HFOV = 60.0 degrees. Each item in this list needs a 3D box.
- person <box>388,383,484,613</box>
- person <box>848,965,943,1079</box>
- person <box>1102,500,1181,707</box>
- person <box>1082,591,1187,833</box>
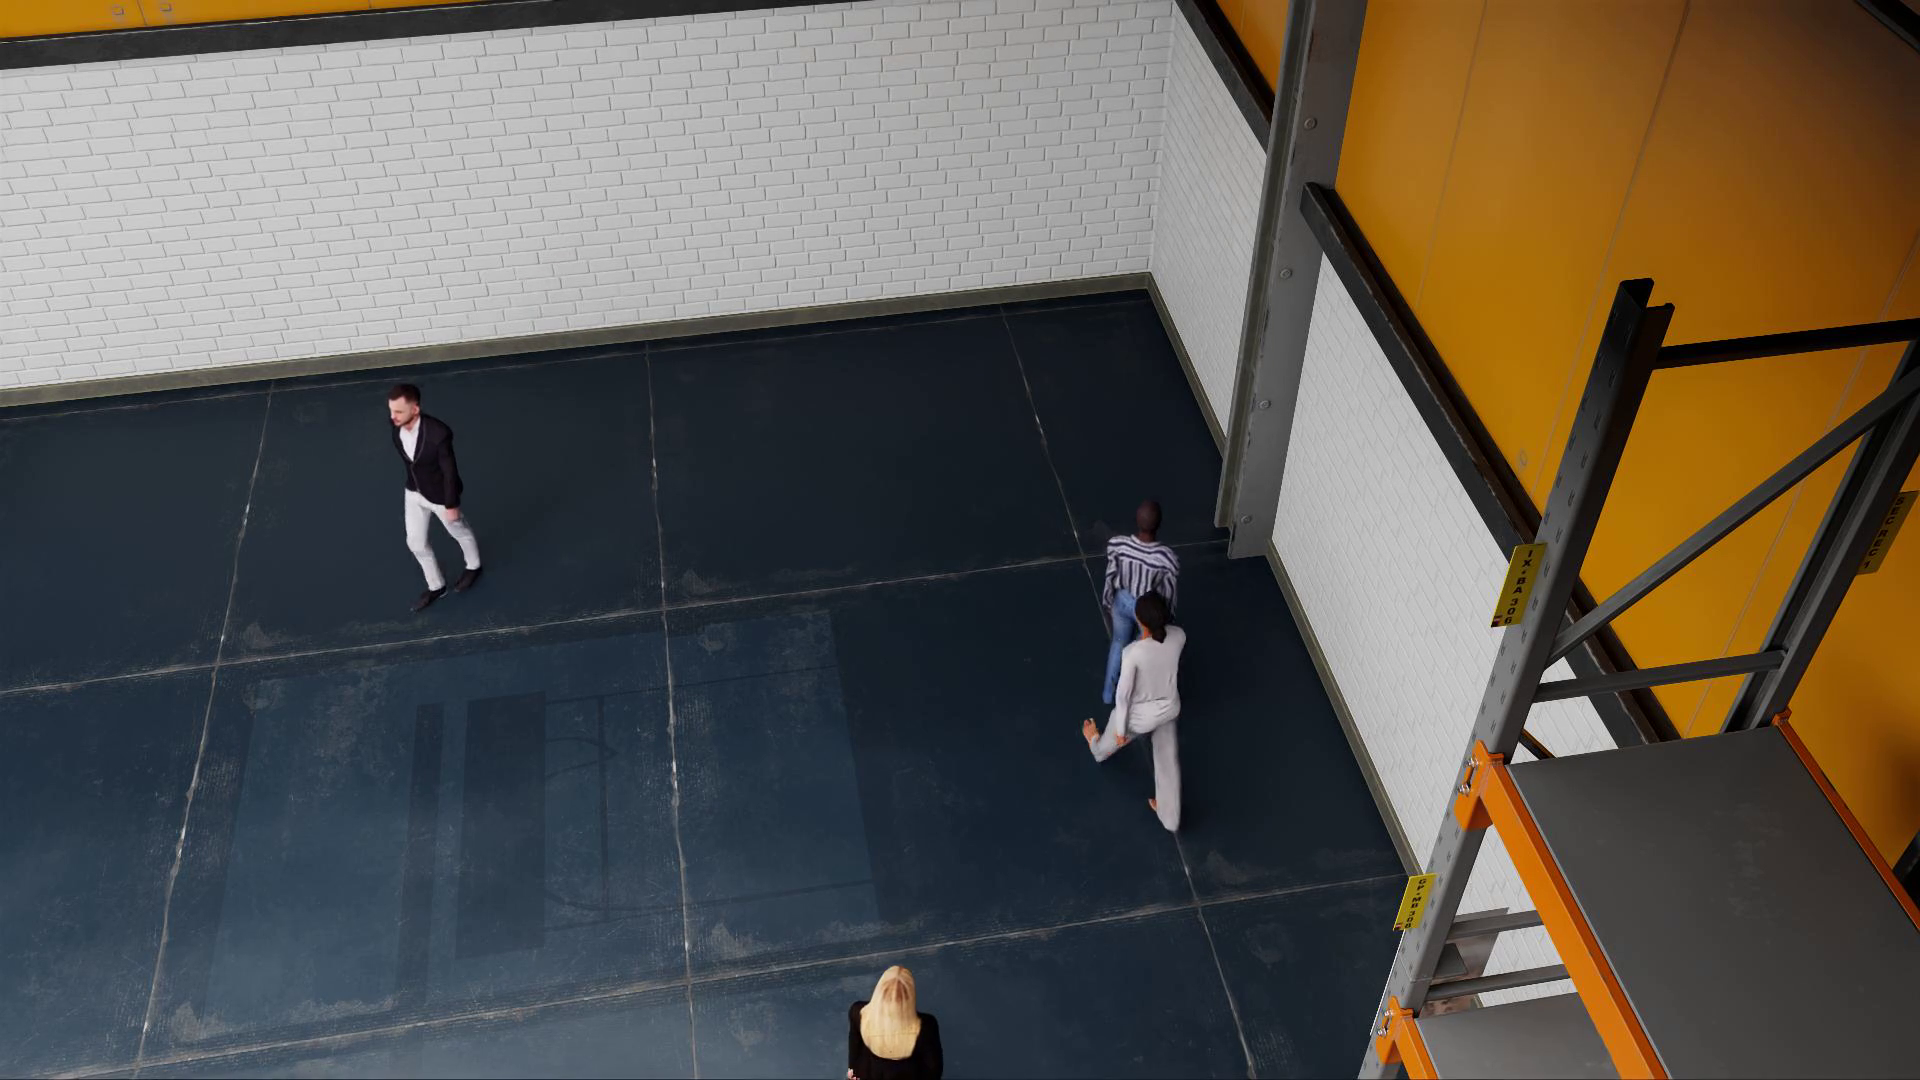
[{"bbox_3d":[-3.465,-0.382,11.189,0.934,1.827,1.008,20,47,20],"label":"person"},{"bbox_3d":[-0.331,2.673,7.984,0.765,1.825,0.919,5,44,5],"label":"person"},{"bbox_3d":[1.127,0.465,10.324,0.707,1.793,0.727,18,46,18],"label":"person"},{"bbox_3d":[1.156,1.065,9.774,0.900,1.684,1.228,-19,47,-19],"label":"person"}]
